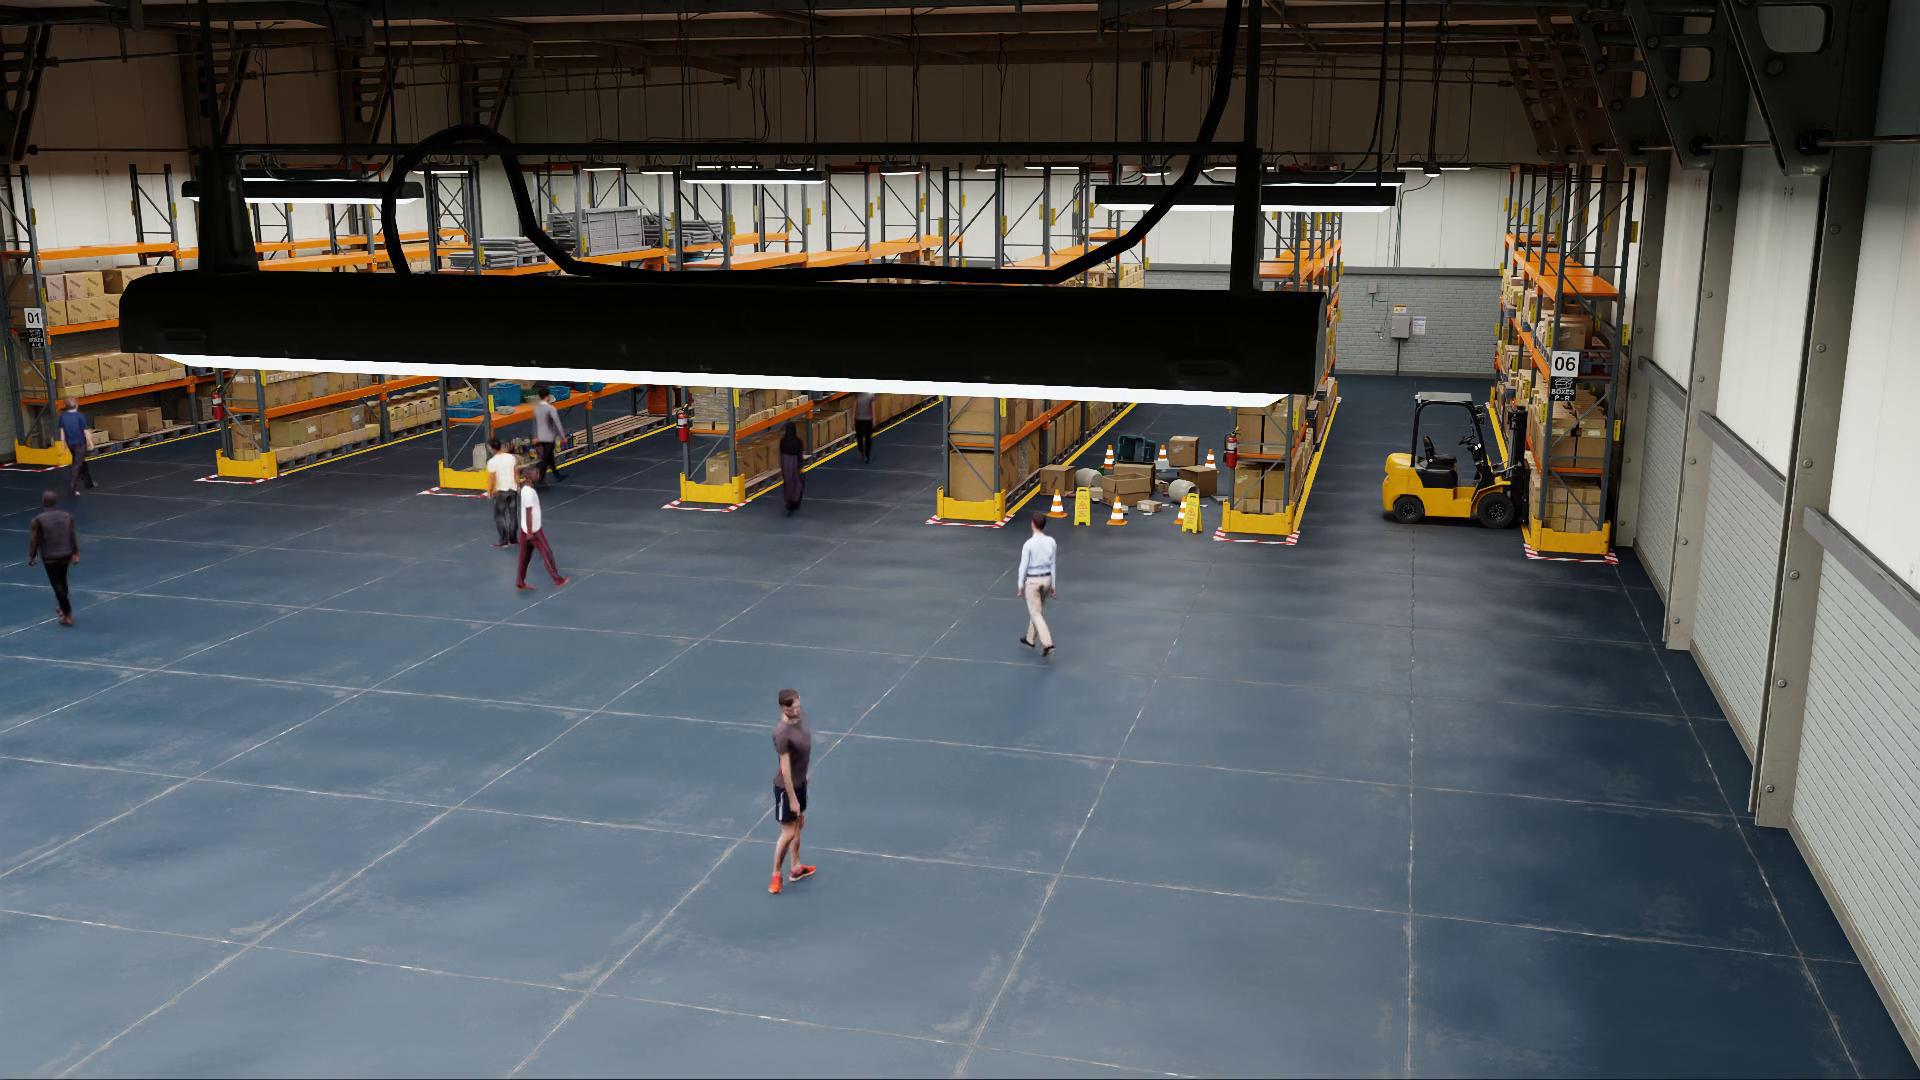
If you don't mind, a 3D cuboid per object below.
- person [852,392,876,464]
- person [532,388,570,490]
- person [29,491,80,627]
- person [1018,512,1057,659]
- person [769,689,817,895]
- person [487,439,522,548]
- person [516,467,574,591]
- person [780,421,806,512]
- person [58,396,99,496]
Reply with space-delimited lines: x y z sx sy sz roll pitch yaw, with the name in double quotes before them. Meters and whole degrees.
"person" -1.984 -2.445 34.215 0.735 1.706 1.211 1 13 5
"person" -7.891 -1.891 31.440 1.038 1.880 1.266 10 17 38
"person" -12.075 0.264 22.293 0.985 1.809 1.018 9 16 34
"person" 1.005 0.591 20.862 1.155 1.816 1.239 -7 15 -28
"person" -1.441 2.096 14.339 0.842 1.827 0.505 0 13 -1
"person" -7.302 -0.772 26.850 0.787 1.771 0.903 -6 14 -24
"person" -6.284 -0.140 24.046 1.088 1.804 1.097 -5 14 -20
"person" -3.011 -1.291 29.462 0.604 1.603 0.793 3 13 13
"person" -16.358 -1.693 30.721 0.817 1.819 1.258 1 13 5
